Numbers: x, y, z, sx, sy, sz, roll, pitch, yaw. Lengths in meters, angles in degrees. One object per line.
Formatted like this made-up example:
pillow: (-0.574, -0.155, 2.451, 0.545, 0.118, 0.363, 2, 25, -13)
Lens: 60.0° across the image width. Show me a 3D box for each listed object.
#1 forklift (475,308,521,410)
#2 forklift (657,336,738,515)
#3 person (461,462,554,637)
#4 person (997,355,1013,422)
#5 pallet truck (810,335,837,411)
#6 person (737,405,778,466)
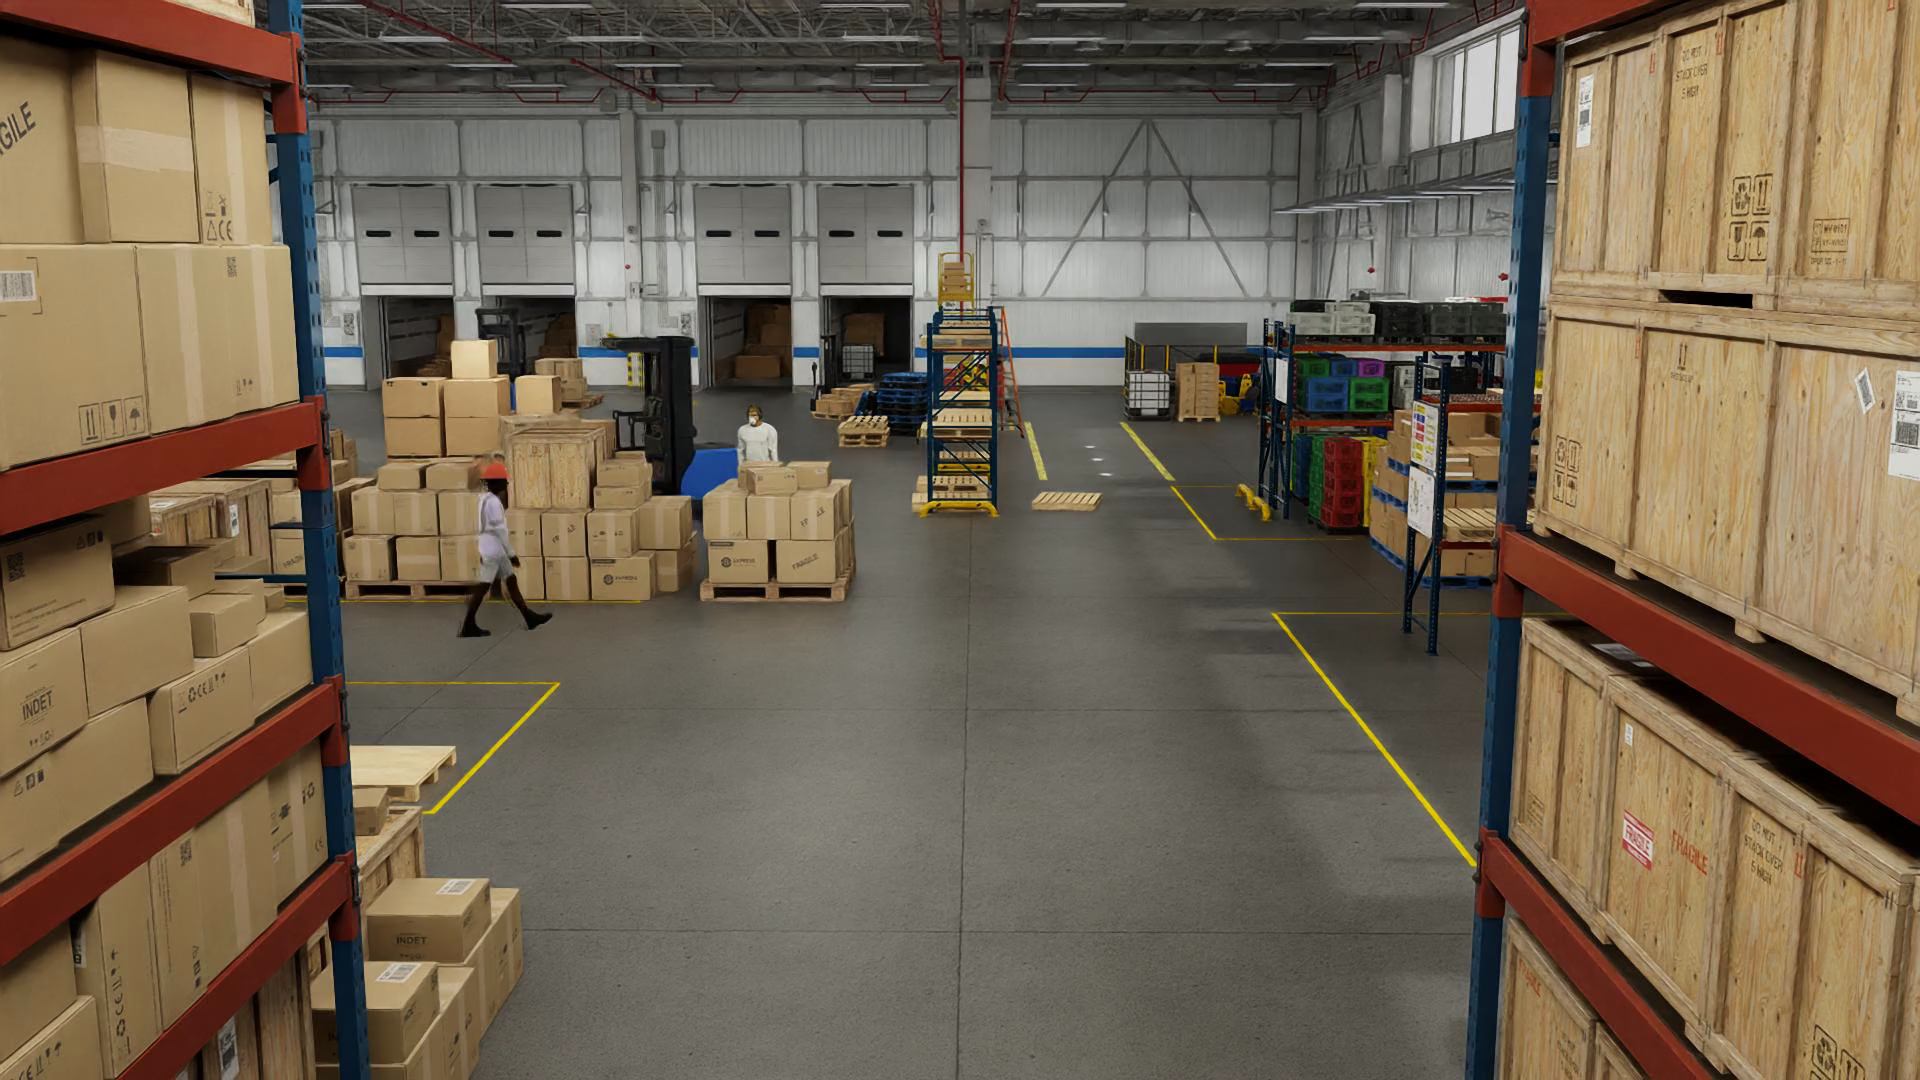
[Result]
forklift: (-10.763, -4.011, 38.844, 1.129, 2.768, 1.873, 0, 10, 1)
forklift: (-4.406, -1.785, 26.002, 1.873, 2.768, 1.129, -5, 11, -24)
person: (-4.958, 0.105, 17.968, 1.003, 1.883, 0.553, -3, 10, -17)
person: (0.914, -3.690, 40.494, 0.852, 1.649, 0.585, 5, 11, 26)
pallet truck: (-3.021, -4.312, 43.126, 1.885, 1.965, 0.823, 3, 10, 17)
person: (-2.965, -1.022, 24.363, 0.631, 1.931, 0.368, 3, 10, 16)
